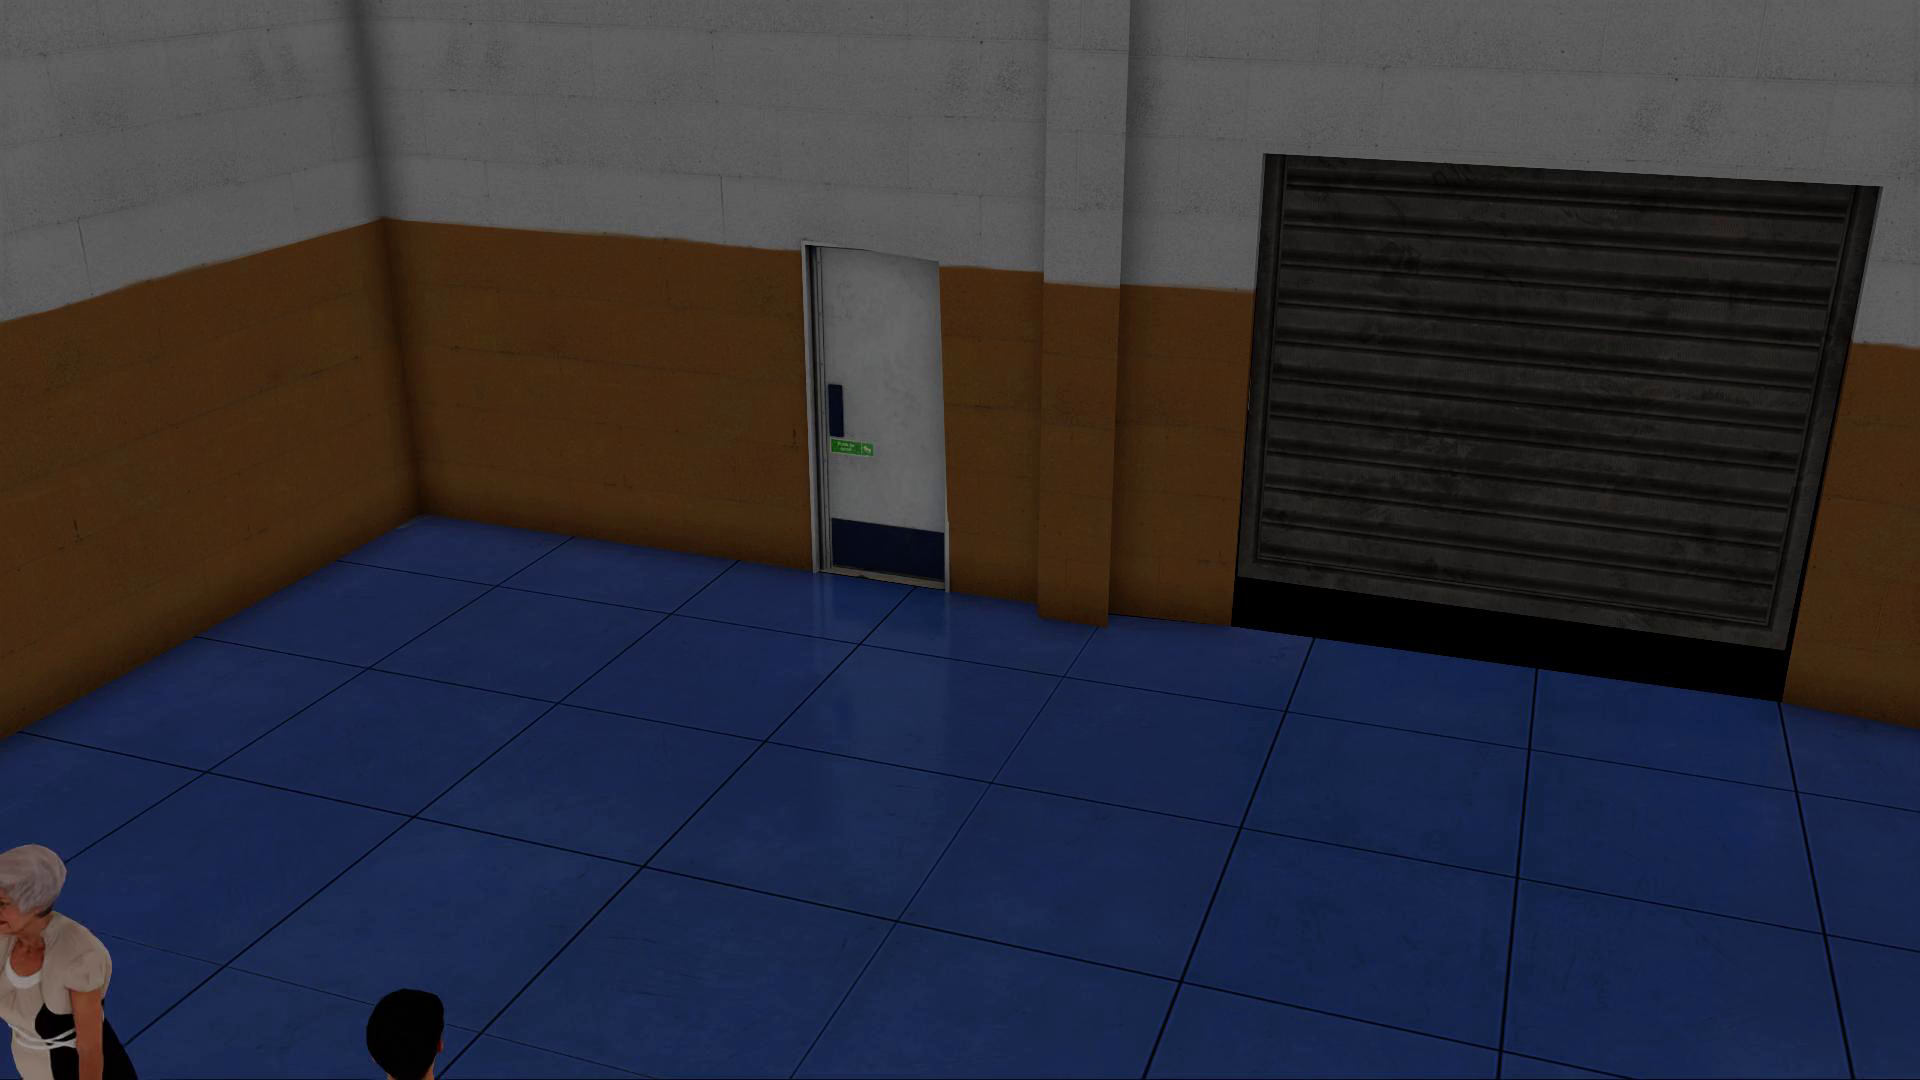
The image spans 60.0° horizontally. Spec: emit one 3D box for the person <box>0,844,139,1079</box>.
[{"bbox_3d":[-2.769,1.731,5.413,1.037,1.714,0.810,11,25,26],"label":"person"}]
